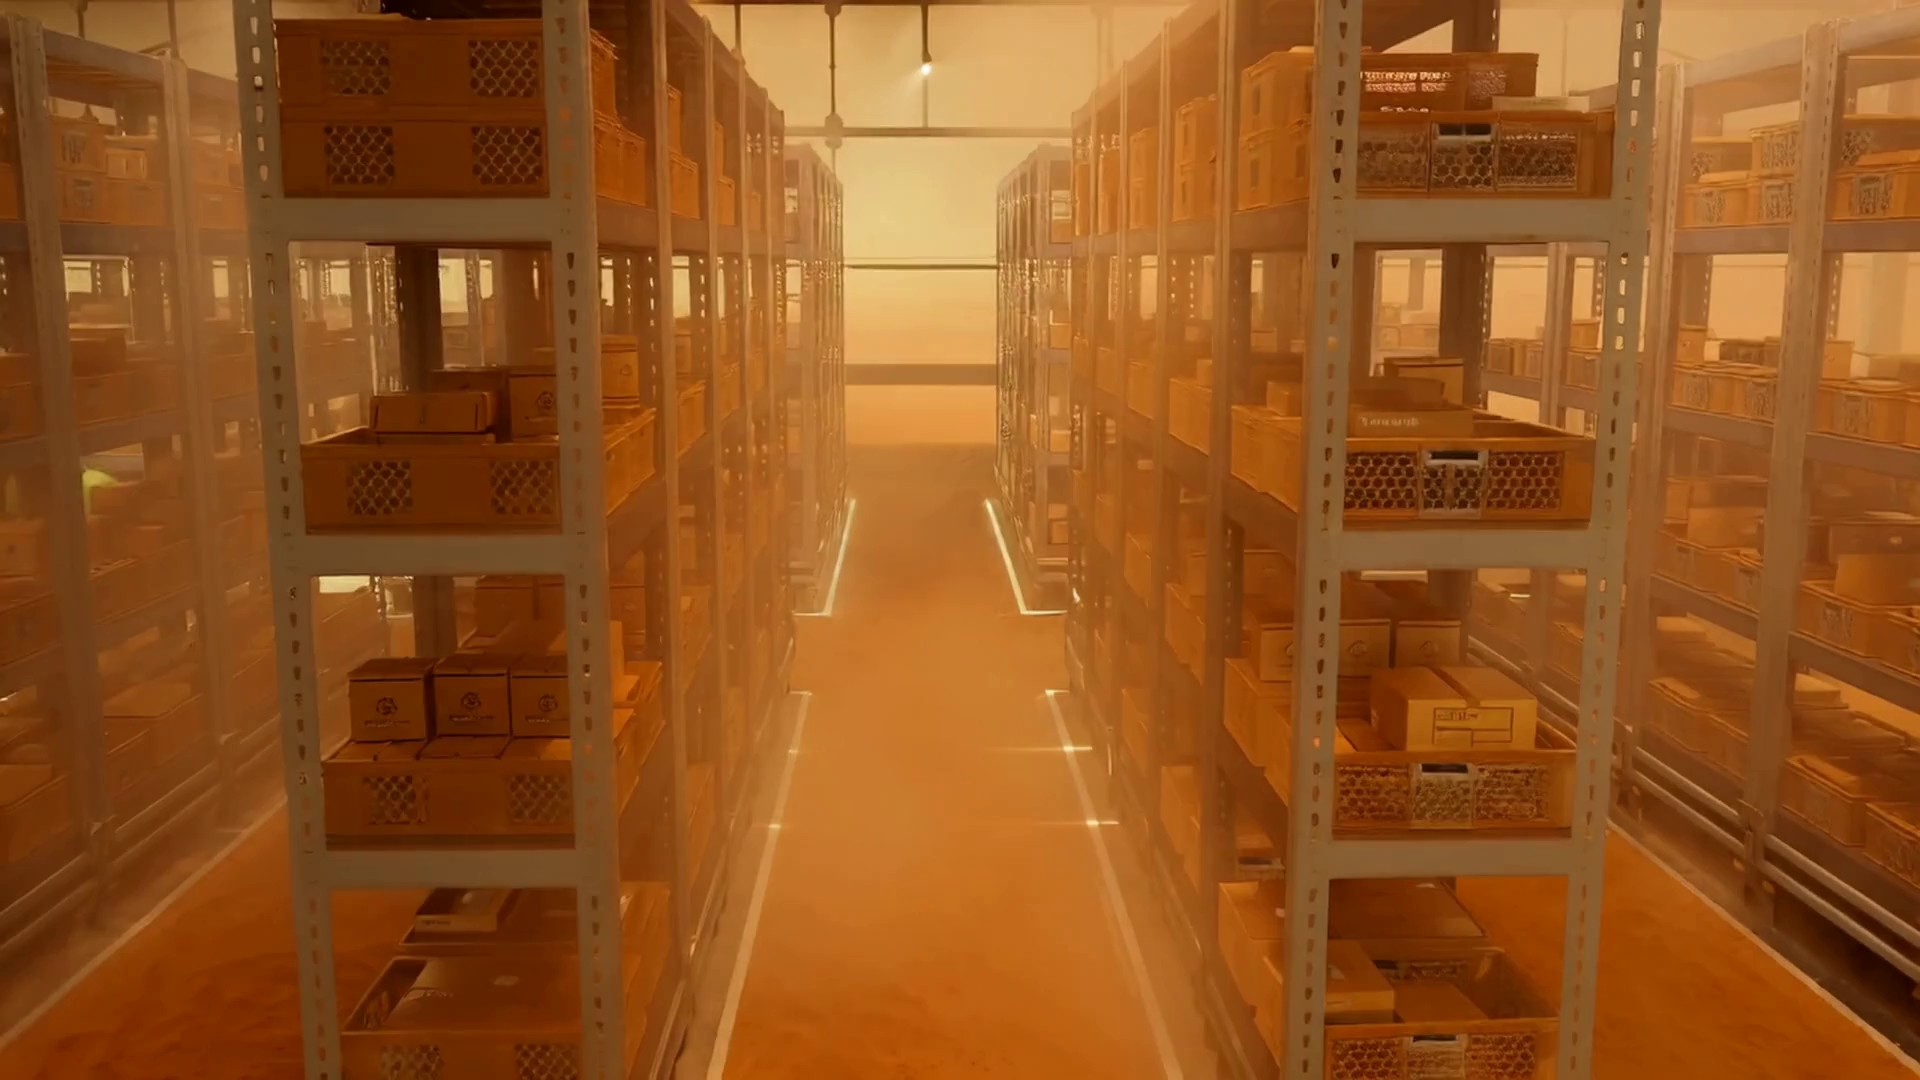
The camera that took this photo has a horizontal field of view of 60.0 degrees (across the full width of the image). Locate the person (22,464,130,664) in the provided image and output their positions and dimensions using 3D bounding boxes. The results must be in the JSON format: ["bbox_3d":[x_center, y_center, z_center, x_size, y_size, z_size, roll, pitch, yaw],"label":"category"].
[{"bbox_3d":[-5.169,0.195,9.858,0.687,1.771,0.954,-2,9,-9],"label":"person"}]

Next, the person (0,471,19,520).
[{"bbox_3d":[-7.170,-0.209,12.235,1.030,1.793,0.588,1,9,4],"label":"person"}]

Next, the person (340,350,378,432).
[{"bbox_3d":[-5.490,-0.802,15.232,0.393,1.985,0.611,-3,10,-17],"label":"person"}]
